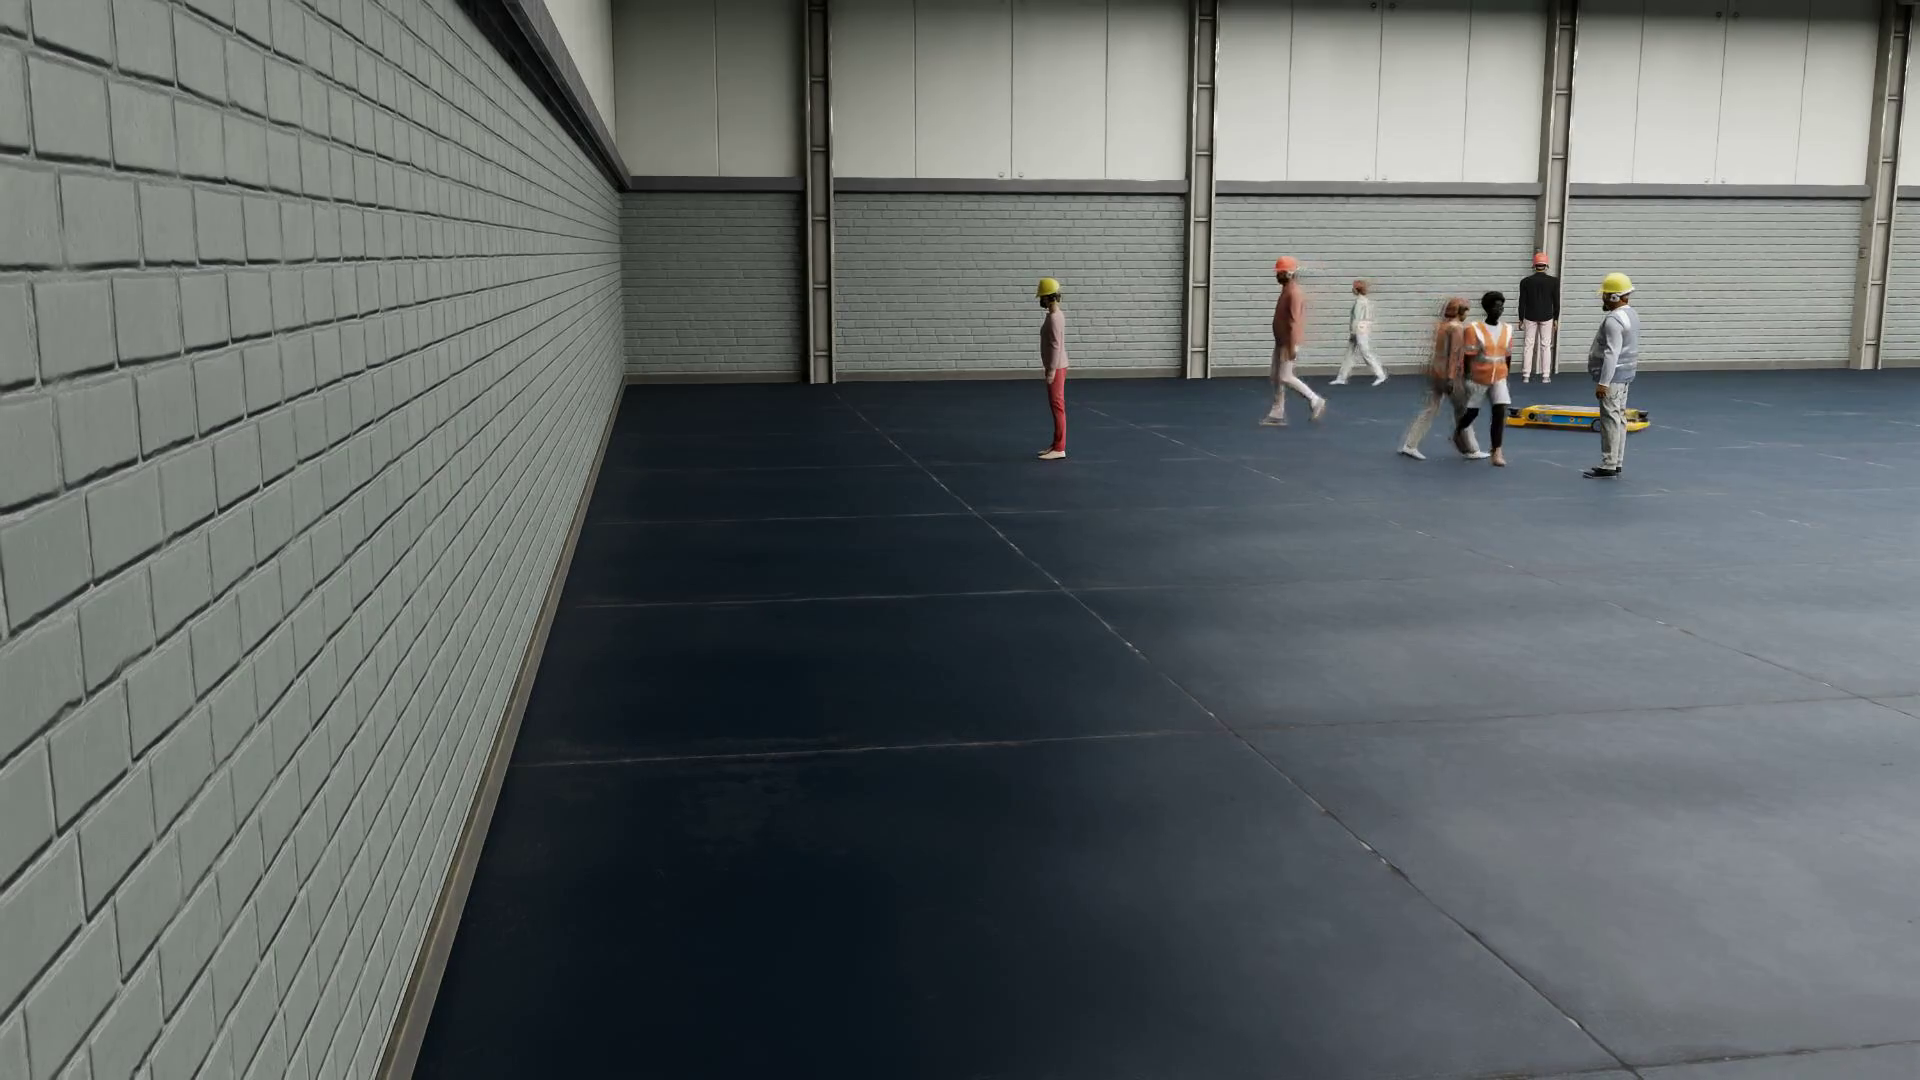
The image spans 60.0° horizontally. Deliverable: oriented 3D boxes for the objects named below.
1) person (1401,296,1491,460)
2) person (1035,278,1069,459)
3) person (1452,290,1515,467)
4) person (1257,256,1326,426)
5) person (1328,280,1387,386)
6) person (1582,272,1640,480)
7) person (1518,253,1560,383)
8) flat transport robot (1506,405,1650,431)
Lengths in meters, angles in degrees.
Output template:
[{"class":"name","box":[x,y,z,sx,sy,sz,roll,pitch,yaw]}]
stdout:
[{"class":"person","box":[4.714,-1.558,16.110,0.859,1.590,0.538,-1,10,-5]},{"class":"person","box":[0.892,-1.666,16.234,0.331,1.765,0.523,1,10,6]},{"class":"person","box":[4.976,-1.553,15.870,0.551,1.664,0.715,-2,10,-9]},{"class":"person","box":[3.837,-2.289,19.218,0.678,1.972,0.628,-1,10,-3]},{"class":"person","box":[6.042,-3.115,25.040,0.851,1.597,0.530,3,10,14]},{"class":"person","box":[5.802,-1.455,14.814,0.404,1.835,0.590,7,12,34]},{"class":"person","box":[8.927,-3.421,25.661,0.612,1.997,0.375,3,10,16]},{"class":"flat transport robot","box":[7.064,-1.404,19.015,1.431,0.197,0.652,7,12,35]}]
